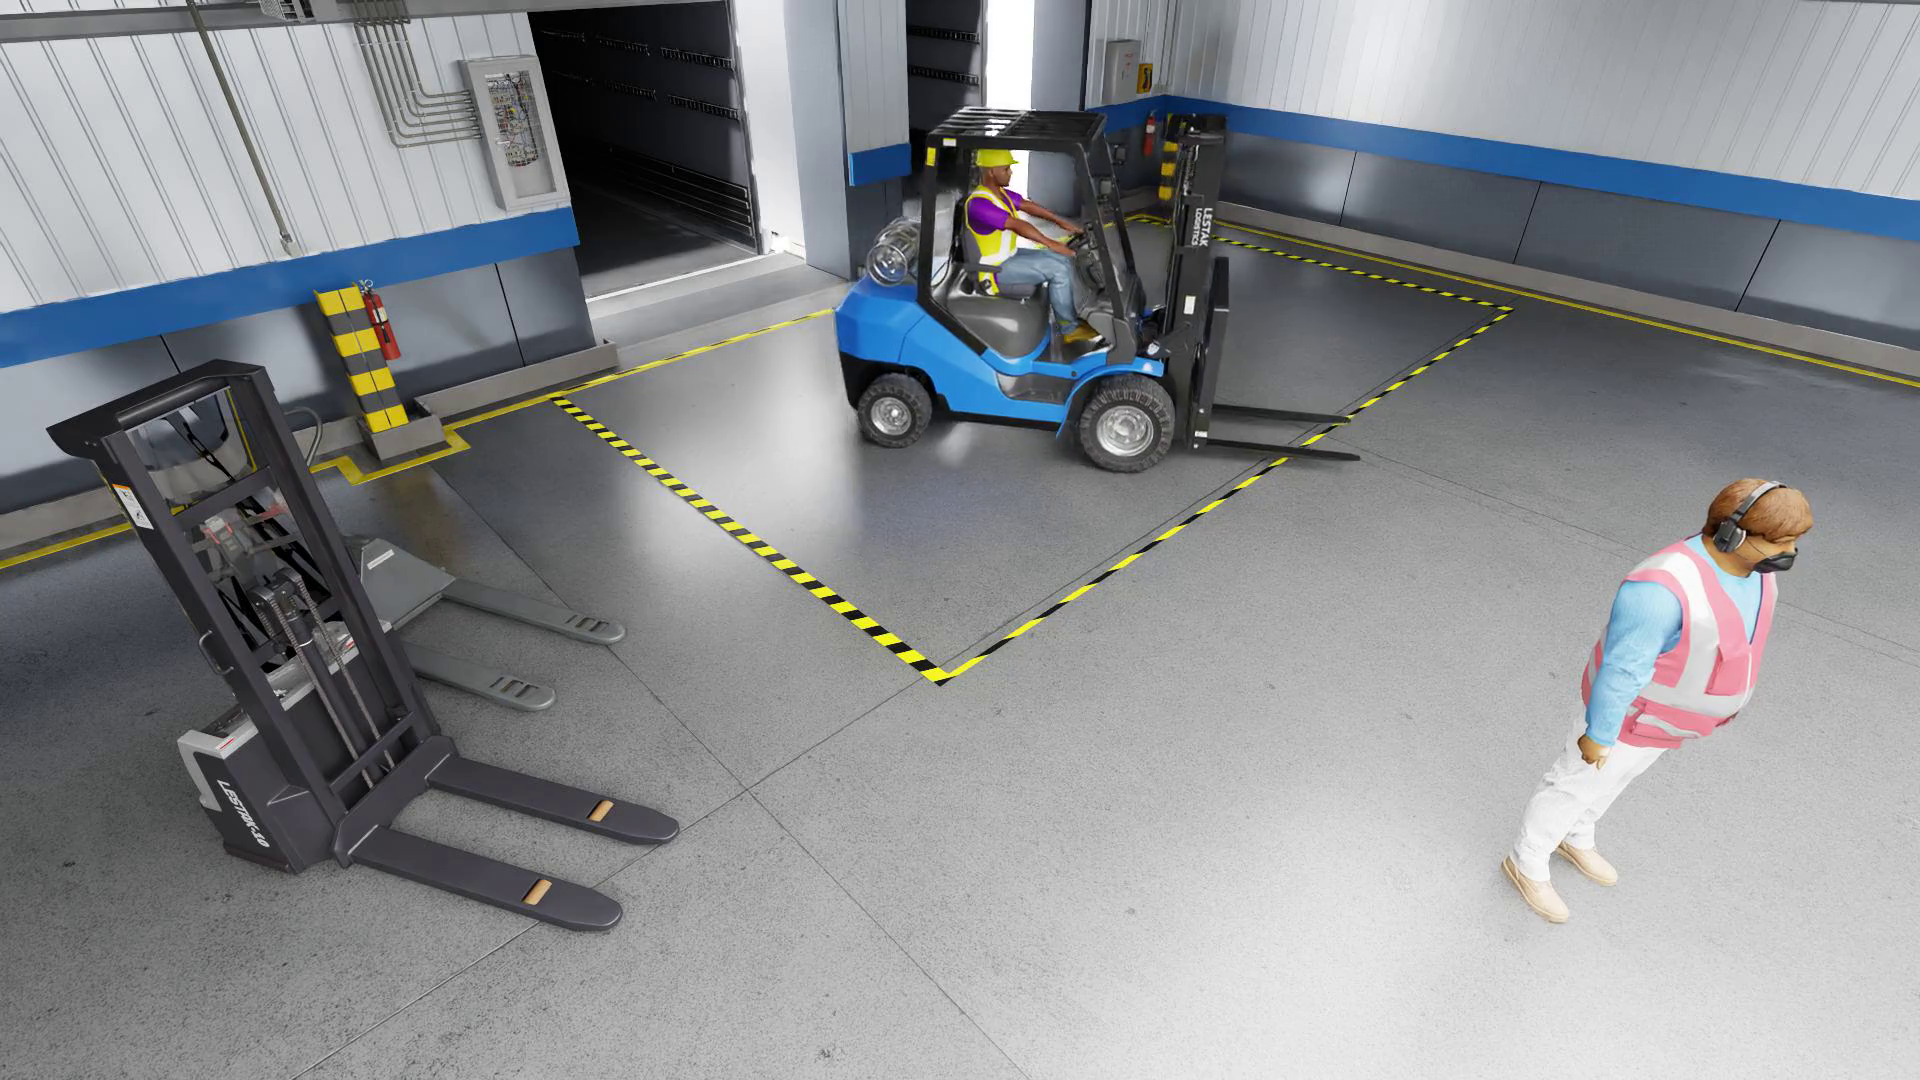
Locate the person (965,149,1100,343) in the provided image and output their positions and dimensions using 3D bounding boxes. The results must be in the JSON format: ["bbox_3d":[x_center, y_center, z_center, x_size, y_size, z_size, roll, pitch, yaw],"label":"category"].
[{"bbox_3d":[0.549,-2.020,6.296,1.004,1.293,0.635,8,35,11],"label":"person"}]

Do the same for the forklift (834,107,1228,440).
[{"bbox_3d":[0.493,-1.878,6.419,2.680,2.036,1.157,8,35,11],"label":"forklift"}]

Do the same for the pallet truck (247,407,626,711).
[{"bbox_3d":[-2.628,0.038,4.590,1.601,1.201,0.680,12,36,18],"label":"pallet truck"}]

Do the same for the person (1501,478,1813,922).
[{"bbox_3d":[2.425,0.600,3.230,0.621,1.844,0.429,-16,37,-22],"label":"person"}]

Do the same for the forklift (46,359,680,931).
[{"bbox_3d":[-2.135,0.422,3.354,1.885,1.965,0.823,10,35,14],"label":"forklift"}]
